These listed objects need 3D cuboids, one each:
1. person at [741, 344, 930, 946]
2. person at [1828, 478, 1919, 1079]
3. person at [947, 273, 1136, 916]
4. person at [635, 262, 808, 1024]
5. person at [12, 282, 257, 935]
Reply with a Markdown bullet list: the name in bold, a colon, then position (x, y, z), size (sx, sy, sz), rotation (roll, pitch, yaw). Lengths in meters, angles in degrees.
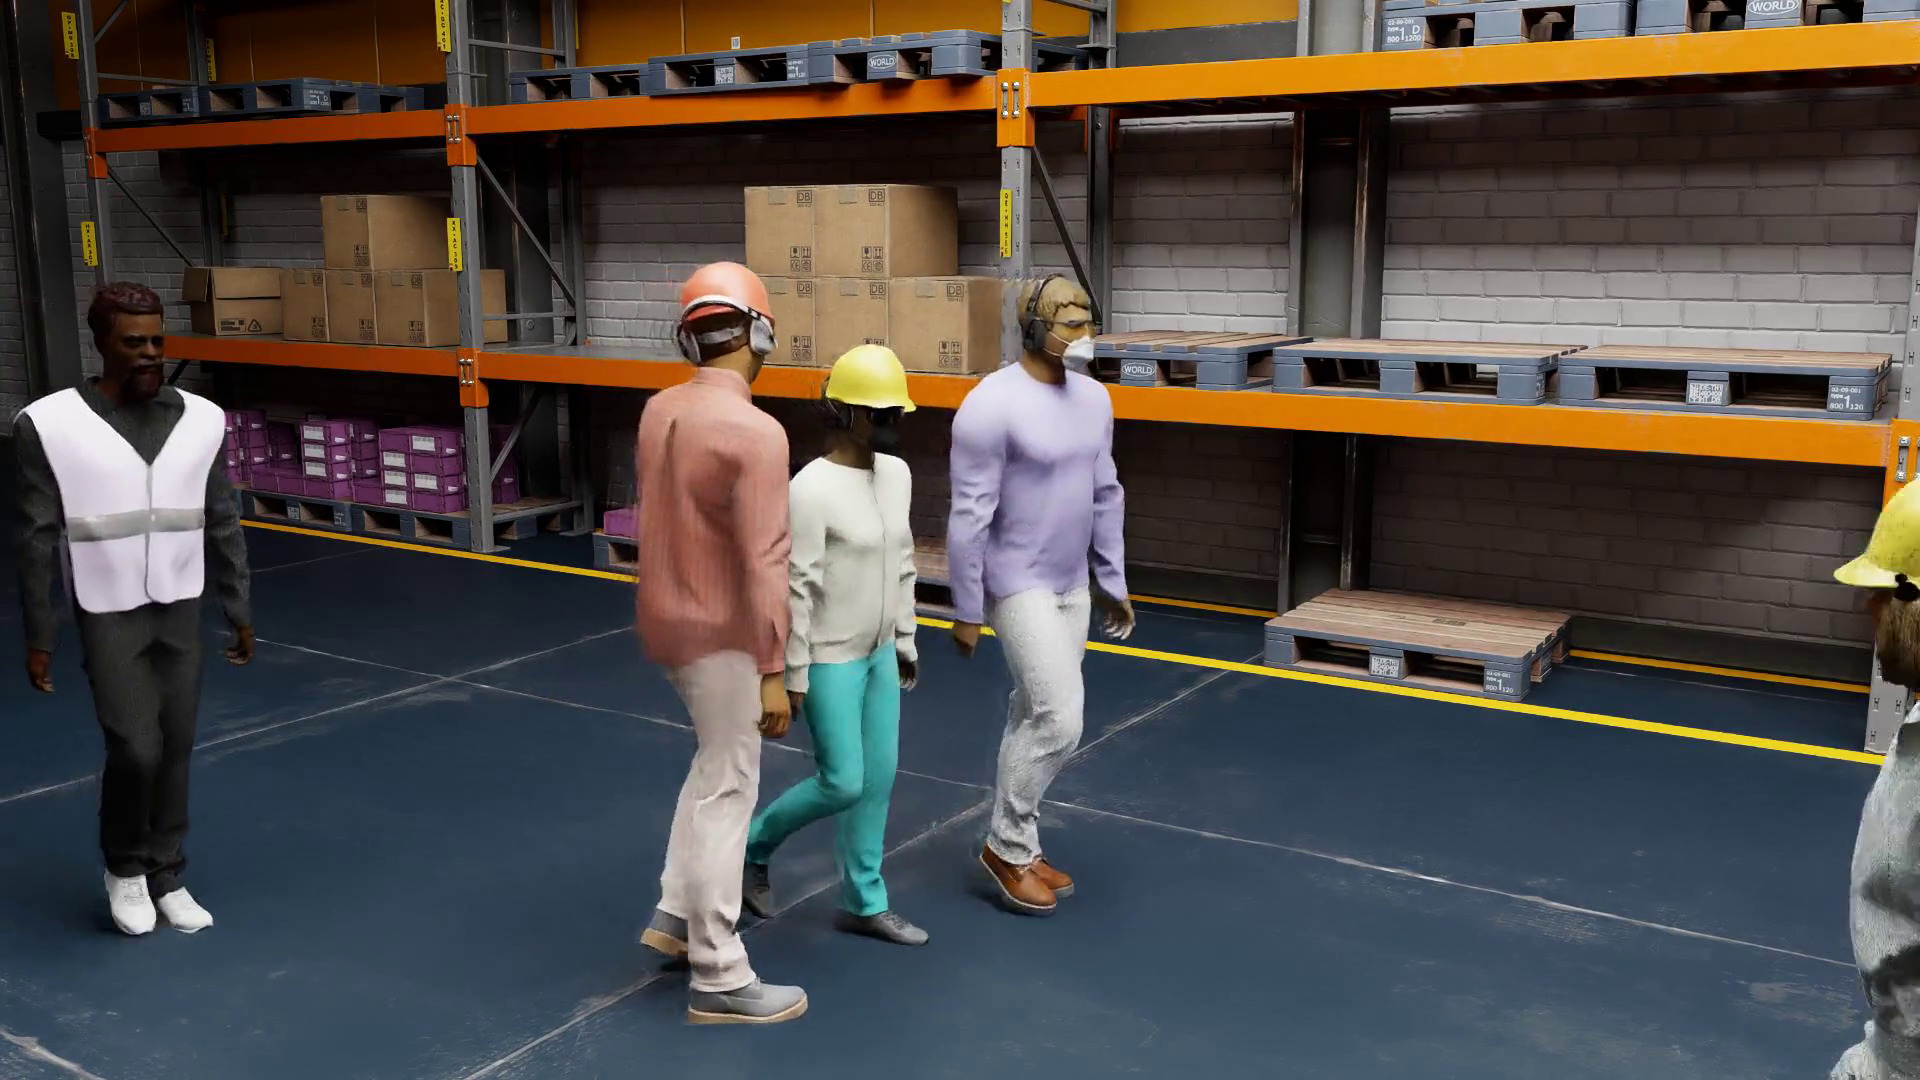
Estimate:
- **person**: position (-0.365, 0.312, 4.724), size (0.553, 1.747, 0.523), rotation (6, 12, 30)
- **person**: position (1.330, 0.760, 2.271), size (0.393, 1.730, 0.508), rotation (5, 11, 24)
- **person**: position (0.266, 0.170, 5.011), size (0.518, 1.921, 0.628), rotation (8, 13, 36)
- **person**: position (-0.641, 0.263, 4.397), size (0.491, 1.963, 0.702), rotation (-8, 13, -37)
- **person**: position (-2.355, 0.216, 4.806), size (0.459, 1.903, 0.626), rotation (7, 13, 35)
